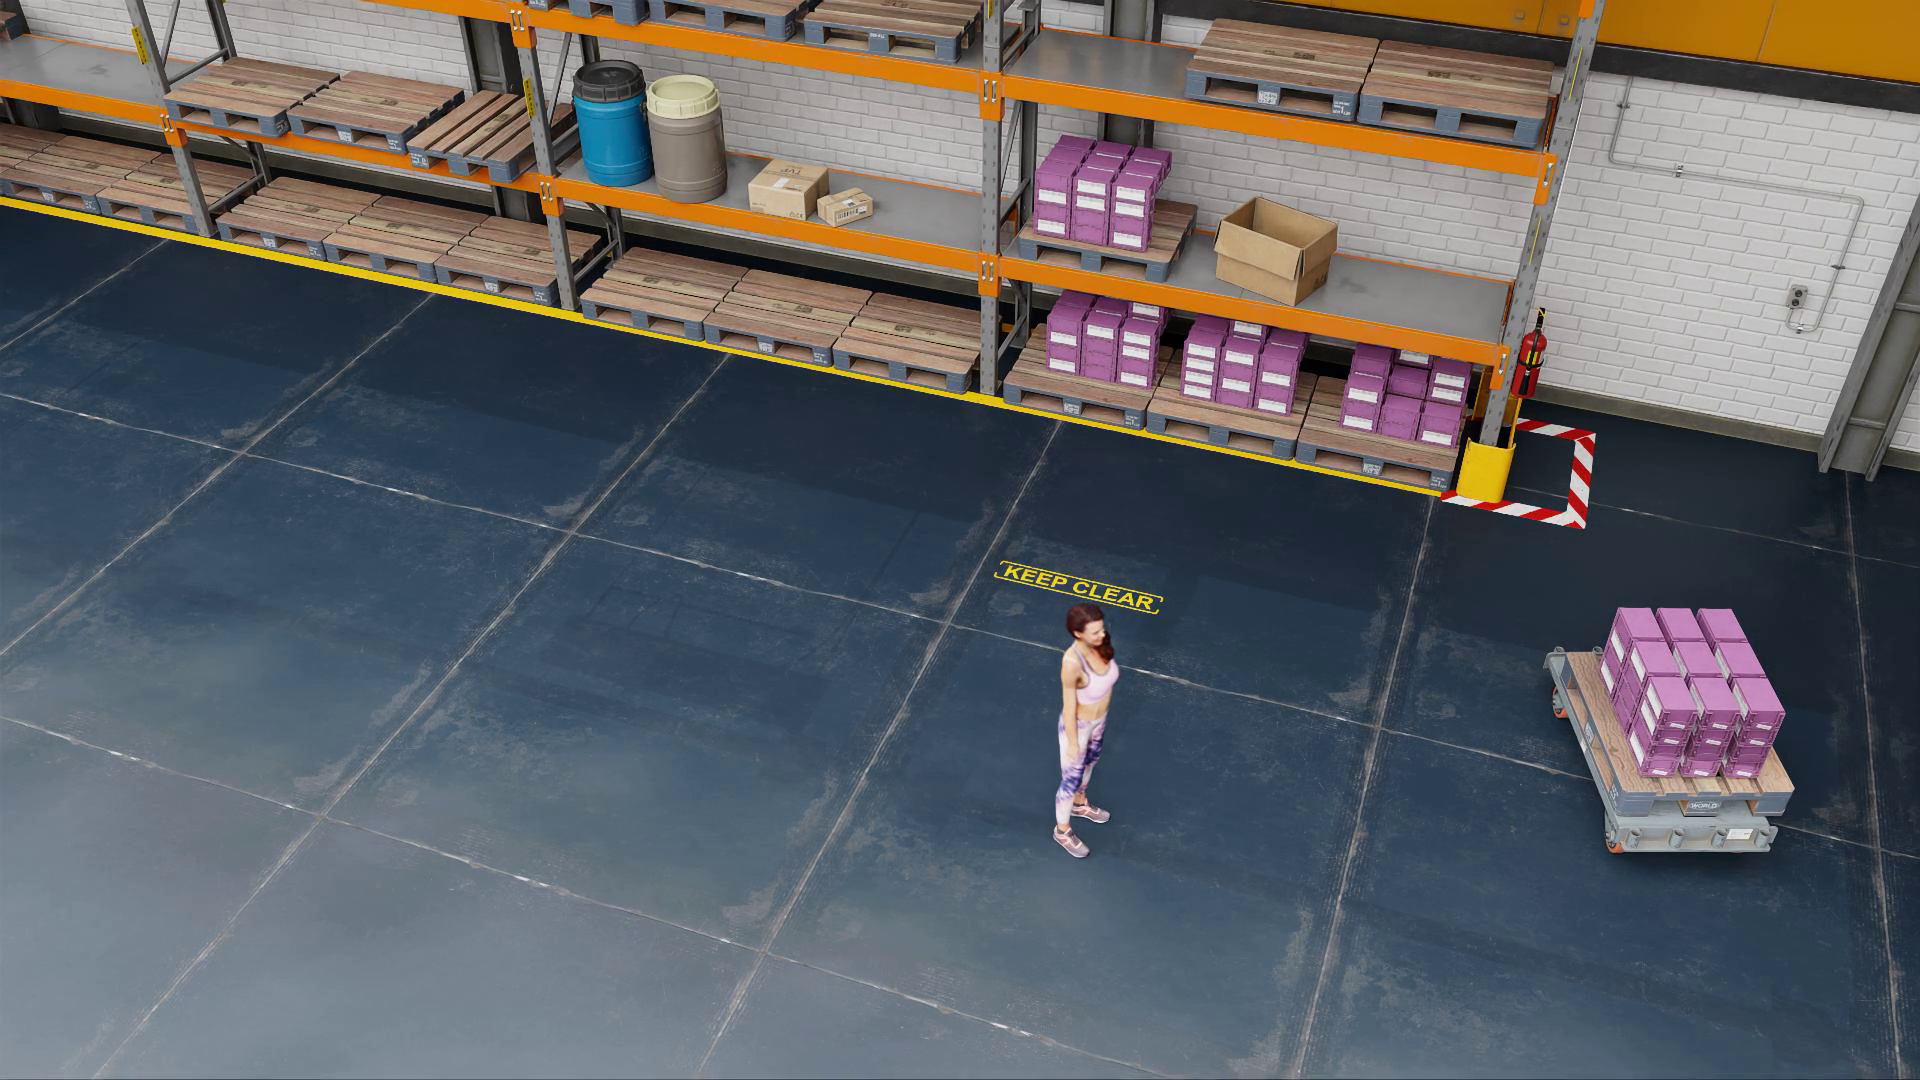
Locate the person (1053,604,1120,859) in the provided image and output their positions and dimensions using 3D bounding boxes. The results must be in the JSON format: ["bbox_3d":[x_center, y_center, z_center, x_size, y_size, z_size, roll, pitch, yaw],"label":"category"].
[{"bbox_3d":[0.712,1.069,9.628,0.586,1.767,0.620,19,42,22],"label":"person"}]
